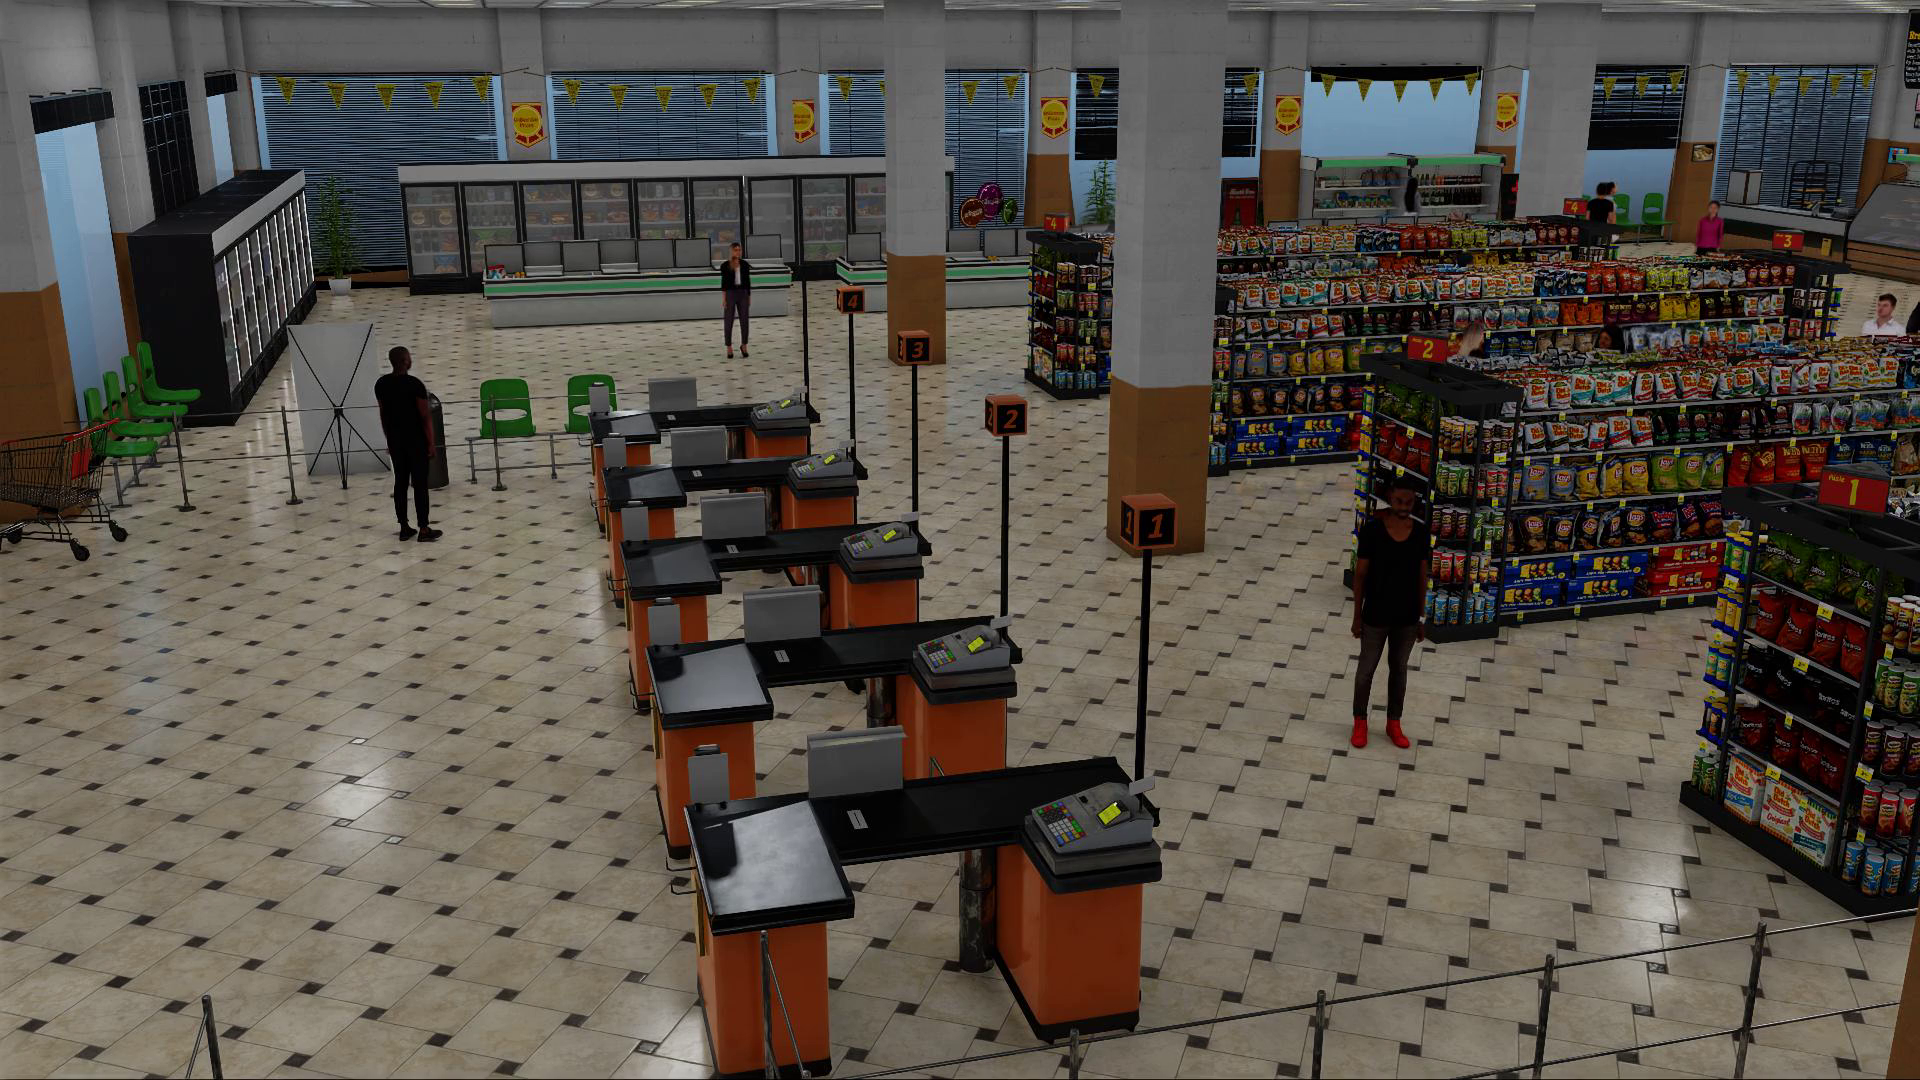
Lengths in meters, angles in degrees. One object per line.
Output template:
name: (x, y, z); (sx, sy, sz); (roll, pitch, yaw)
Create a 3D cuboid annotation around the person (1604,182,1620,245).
person: (12.473, -6.041, 32.357); (0.938, 1.799, 0.839); (2, 17, 8)

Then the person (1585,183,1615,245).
person: (12.045, -5.794, 31.481); (1.159, 1.837, 1.120); (6, 18, 19)

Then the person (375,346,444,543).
person: (-5.100, -0.889, 15.354); (0.677, 1.820, 0.810); (4, 17, 14)

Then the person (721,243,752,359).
person: (-3.258, -3.488, 24.176); (0.506, 1.668, 0.680); (-7, 18, -22)

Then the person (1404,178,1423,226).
person: (9.295, -6.587, 34.303); (0.943, 1.714, 0.765); (-9, 19, -27)

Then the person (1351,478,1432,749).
person: (2.817, 0.466, 10.914); (0.563, 1.807, 0.751); (0, 17, 0)

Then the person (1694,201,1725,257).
person: (13.477, -5.256, 29.965); (0.881, 1.686, 0.932); (9, 19, 26)

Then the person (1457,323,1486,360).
person: (5.199, -1.405, 17.328); (0.933, 1.660, 0.640); (-5, 17, -15)

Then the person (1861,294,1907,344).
person: (10.096, -1.774, 18.281); (1.250, 1.813, 0.819); (-8, 19, -25)
